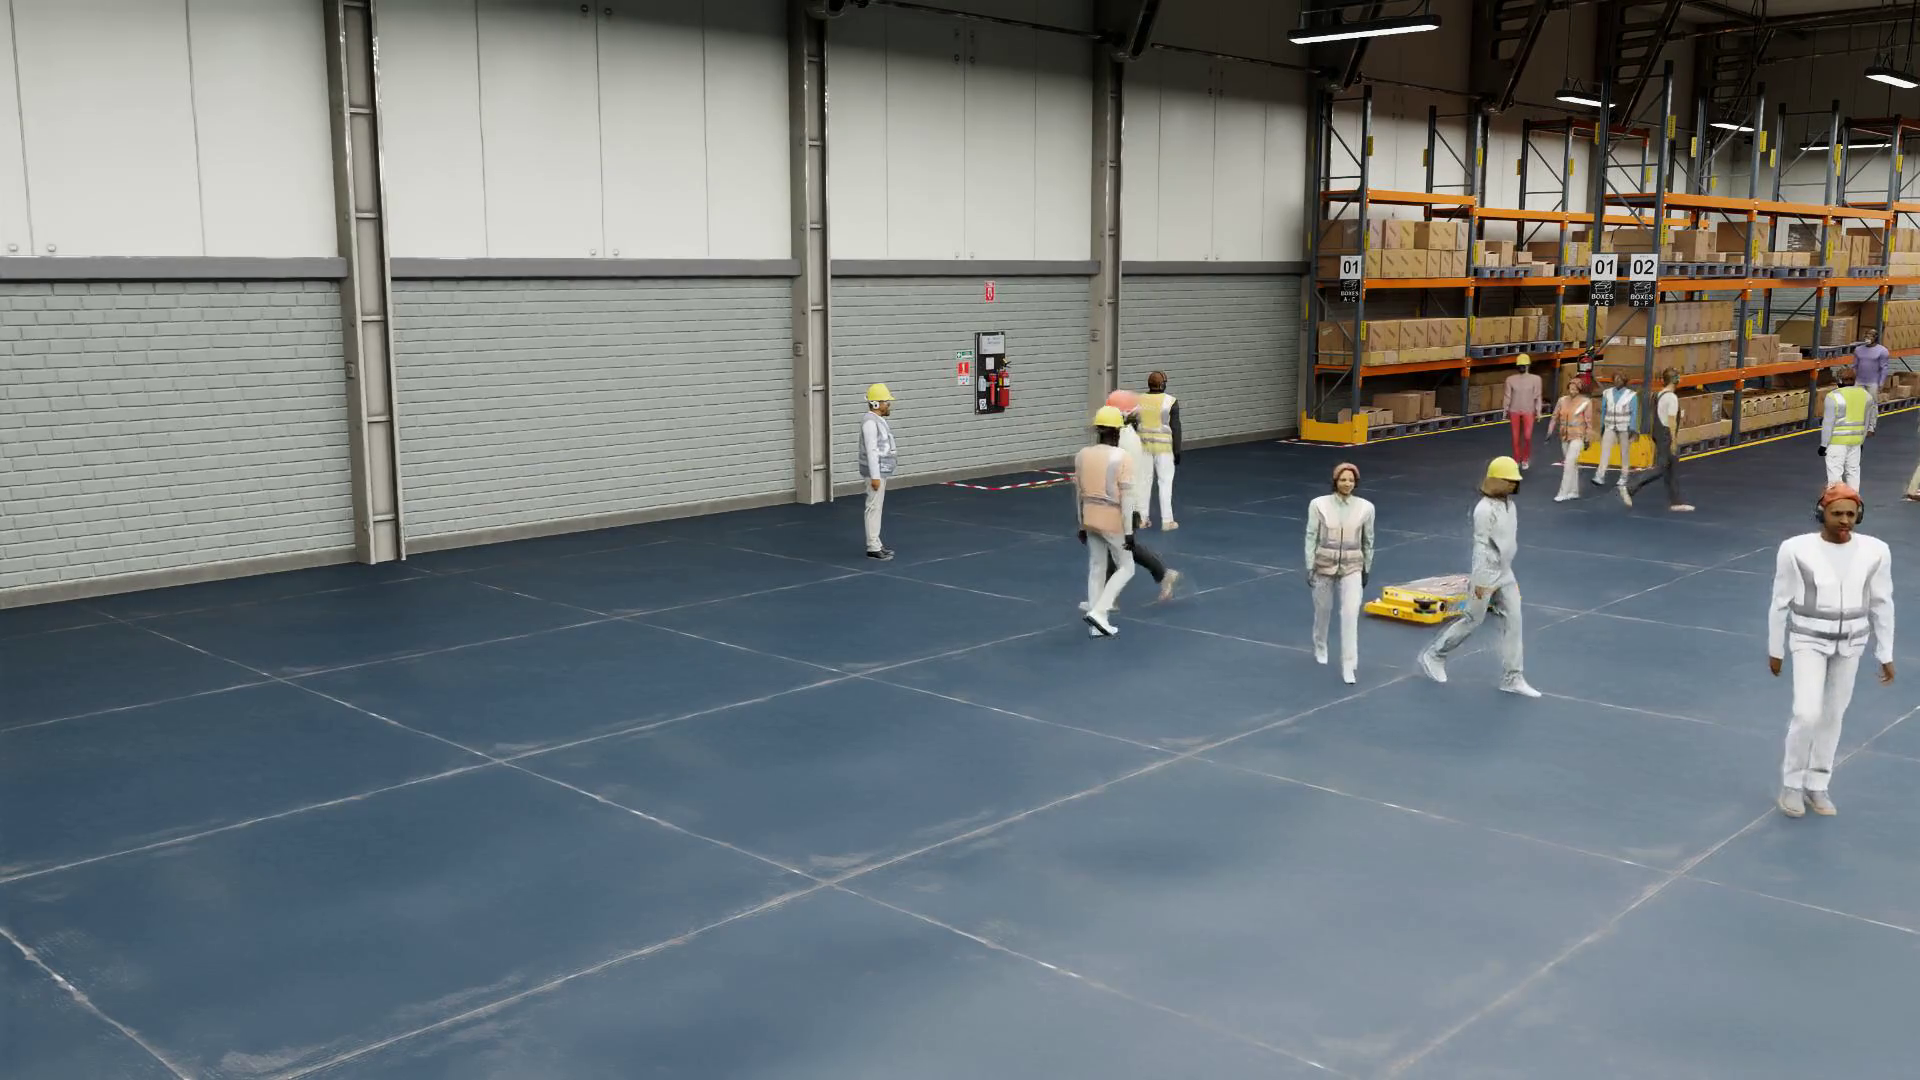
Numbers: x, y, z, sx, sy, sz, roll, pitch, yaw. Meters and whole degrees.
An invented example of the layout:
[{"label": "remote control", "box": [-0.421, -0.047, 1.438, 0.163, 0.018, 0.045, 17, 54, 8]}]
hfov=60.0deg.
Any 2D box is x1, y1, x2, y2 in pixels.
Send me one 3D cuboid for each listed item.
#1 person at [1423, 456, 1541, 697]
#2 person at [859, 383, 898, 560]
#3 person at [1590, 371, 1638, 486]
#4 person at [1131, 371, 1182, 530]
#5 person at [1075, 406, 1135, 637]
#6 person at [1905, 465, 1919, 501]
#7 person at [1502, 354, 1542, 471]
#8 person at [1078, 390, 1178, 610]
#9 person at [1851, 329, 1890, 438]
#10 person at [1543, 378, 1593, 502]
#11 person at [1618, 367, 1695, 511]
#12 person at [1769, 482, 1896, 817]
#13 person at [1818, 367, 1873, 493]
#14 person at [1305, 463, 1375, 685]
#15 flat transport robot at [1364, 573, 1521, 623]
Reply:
[{"label": "person", "box": [3.760, 0.237, 11.923, 0.493, 1.714, 0.831, -8, 12, -41]}, {"label": "person", "box": [-0.850, -0.713, 17.328, 0.404, 1.835, 0.586, 0, 9, 3]}, {"label": "person", "box": [9.043, -1.521, 22.940, 0.544, 1.592, 0.835, 9, 13, 44]}, {"label": "person", "box": [2.281, -1.036, 19.272, 0.621, 1.845, 0.429, 5, 11, 29]}, {"label": "person", "box": [1.200, -0.139, 13.579, 0.411, 1.913, 0.616, -9, 13, -44]}, {"label": "person", "box": [12.699, -1.264, 21.438, 0.859, 1.586, 0.501, 1, 9, 5]}, {"label": "person", "box": [8.369, -1.901, 24.807, 0.556, 1.747, 0.512, 5, 11, 29]}, {"label": "person", "box": [1.498, -0.346, 14.679, 0.825, 1.973, 0.626, 0, 9, 2]}, {"label": "person", "box": [16.226, -2.796, 29.725, 0.370, 1.934, 0.627, -6, 11, -32]}, {"label": "person", "box": [7.850, -1.287, 21.508, 0.740, 1.604, 0.531, -5, 11, -28]}, {"label": "person", "box": [8.702, -1.247, 20.688, 0.863, 1.809, 0.540, 1, 9, 8]}, {"label": "person", "box": [4.785, 0.617, 9.132, 0.597, 1.868, 0.540, 1, 9, 6]}, {"label": "person", "box": [10.666, -1.170, 20.118, 0.621, 1.837, 0.430, -2, 10, -12]}, {"label": "person", "box": [2.824, 0.205, 12.426, 0.505, 1.605, 0.835, 1, 9, 9]}, {"label": "flat transport robot", "box": [4.274, 0.500, 14.686, 1.431, 0.197, 0.652, -8, 12, -39]}]
